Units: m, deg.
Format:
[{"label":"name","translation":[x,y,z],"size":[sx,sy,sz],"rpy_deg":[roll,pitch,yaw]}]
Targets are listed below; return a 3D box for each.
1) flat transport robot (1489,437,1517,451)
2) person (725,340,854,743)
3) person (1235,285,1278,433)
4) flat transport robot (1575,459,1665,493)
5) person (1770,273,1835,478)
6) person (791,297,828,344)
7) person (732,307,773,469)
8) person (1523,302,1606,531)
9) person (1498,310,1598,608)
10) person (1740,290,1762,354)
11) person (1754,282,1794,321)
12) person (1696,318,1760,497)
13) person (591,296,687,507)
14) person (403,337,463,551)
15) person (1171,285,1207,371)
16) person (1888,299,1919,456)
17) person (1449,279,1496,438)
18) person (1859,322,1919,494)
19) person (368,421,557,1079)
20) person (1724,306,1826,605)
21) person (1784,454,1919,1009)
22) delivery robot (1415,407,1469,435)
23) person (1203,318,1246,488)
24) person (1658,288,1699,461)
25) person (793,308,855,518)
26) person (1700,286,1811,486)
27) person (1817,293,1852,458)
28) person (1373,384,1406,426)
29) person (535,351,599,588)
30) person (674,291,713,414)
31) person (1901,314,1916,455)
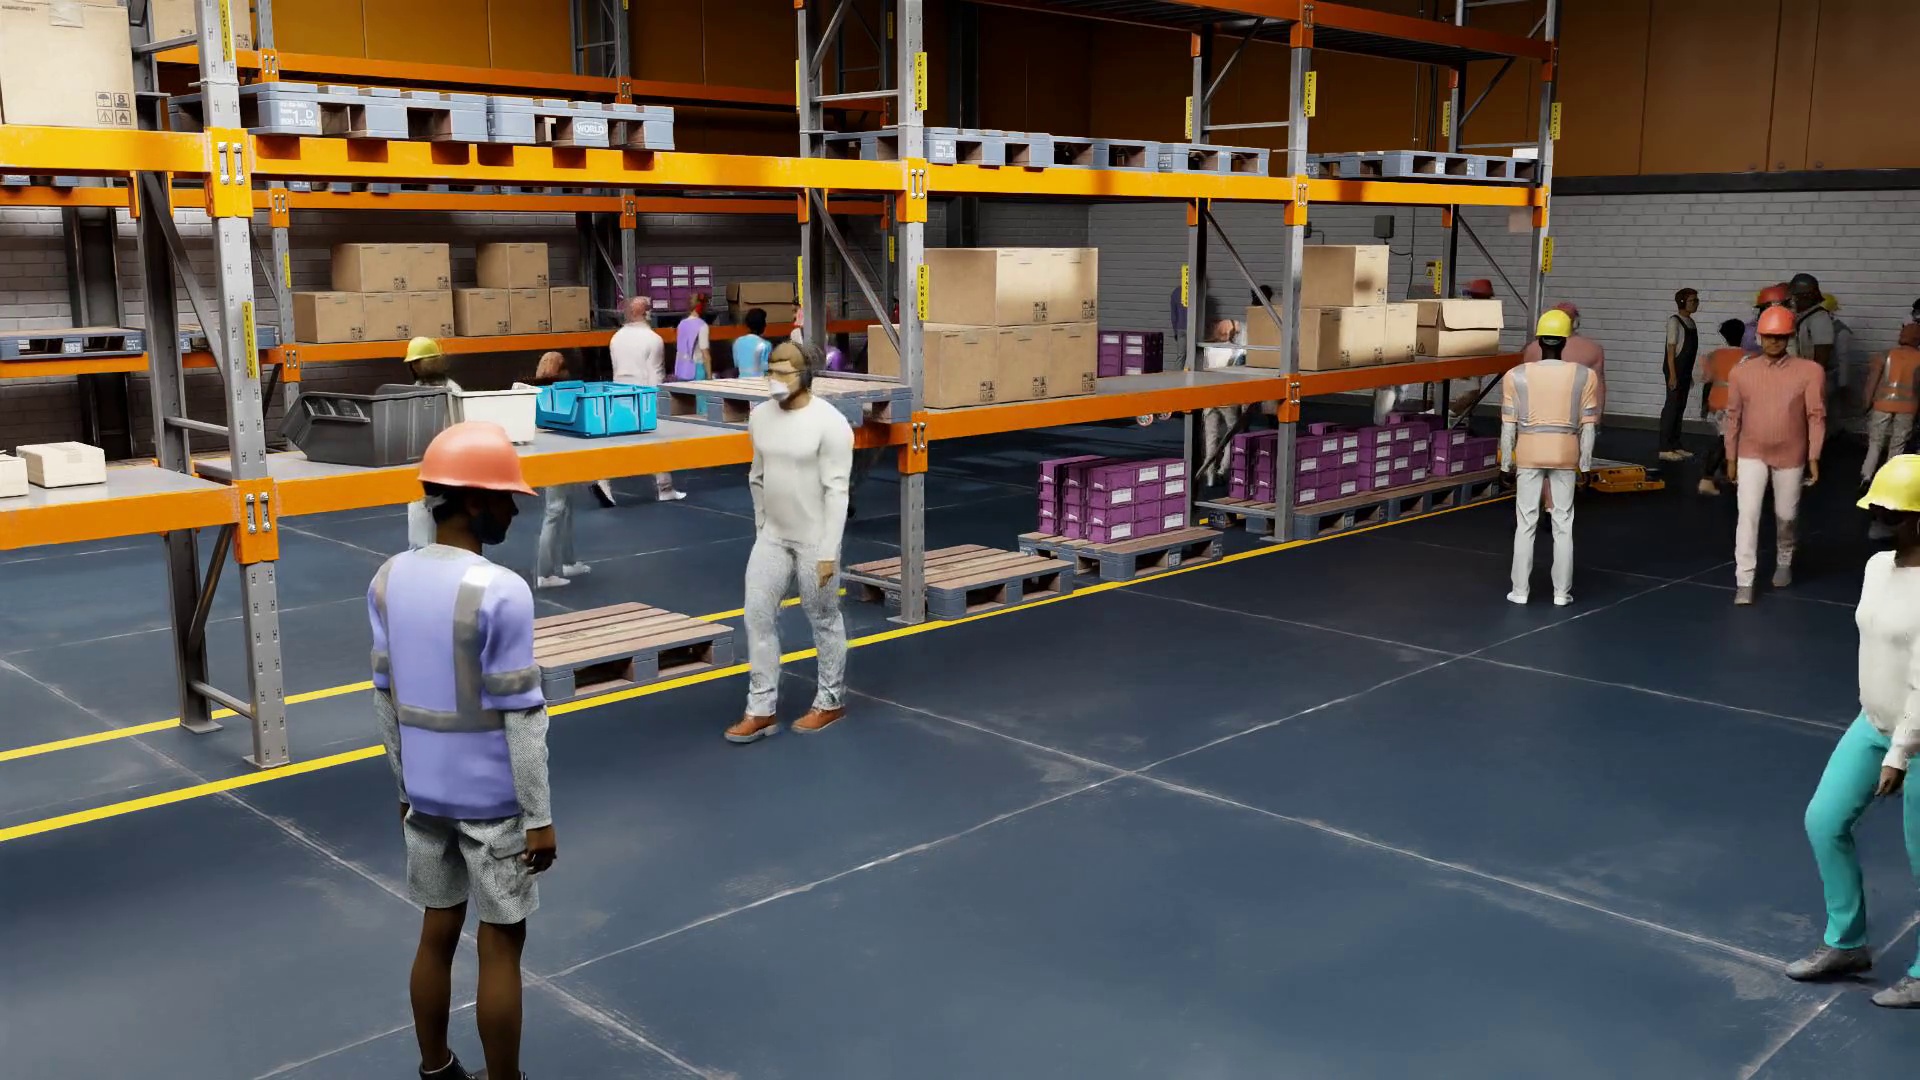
[{"label":"flat transport robot","translation":[5.718,-0.921,17.497],"size":[0.652,0.197,1.431],"rpy_deg":[-3,11,-14]},{"label":"person","translation":[-0.834,0.028,7.836],"size":[0.660,1.910,0.803],"rpy_deg":[8,13,36]},{"label":"person","translation":[2.992,-1.585,16.640],"size":[0.644,1.898,1.022],"rpy_deg":[-3,11,-15]},{"label":"flat transport robot","translation":[6.025,-0.663,16.089],"size":[0.652,0.197,1.431],"rpy_deg":[-5,11,-24]},{"label":"person","translation":[8.321,-1.635,16.560],"size":[0.536,2.000,0.688],"rpy_deg":[1,10,3]},{"label":"person","translation":[-1.429,-1.312,15.276],"size":[0.412,1.857,0.526],"rpy_deg":[-10,14,-44]},{"label":"person","translation":[-2.069,-1.504,16.802],"size":[0.550,1.683,0.397],"rpy_deg":[8,13,38]},{"label":"person","translation":[4.944,-1.020,13.694],"size":[0.637,1.870,0.940],"rpy_deg":[7,13,34]},{"label":"person","translation":[3.795,-0.518,10.778],"size":[0.586,1.928,0.369],"rpy_deg":[3,11,16]},{"label":"person","translation":[7.794,-1.501,16.203],"size":[0.429,1.910,0.588],"rpy_deg":[8,13,38]},{"label":"person","translation":[9.001,-1.885,18.339],"size":[0.394,1.897,0.643],"rpy_deg":[-1,10,-7]},{"label":"person","translation":[7.153,-1.232,15.451],"size":[0.896,1.636,0.541],"rpy_deg":[-6,12,-28]},{"label":"person","translation":[-2.890,-1.234,14.844],"size":[0.656,1.875,0.903],"rpy_deg":[8,13,36]},{"label":"person","translation":[-3.627,-0.522,11.393],"size":[0.499,1.705,0.820],"rpy_deg":[4,11,21]},{"label":"person","translation":[3.439,-3.122,24.945],"size":[0.372,1.940,0.627],"rpy_deg":[-9,14,-42]},{"label":"person","translation":[8.997,-1.374,15.695],"size":[0.565,1.834,0.592],"rpy_deg":[2,11,9]},{"label":"person","translation":[5.864,-2.062,19.253],"size":[0.588,1.915,0.546],"rpy_deg":[5,11,25]},{"label":"person","translation":[8.558,-1.174,15.192],"size":[0.541,1.618,0.402],"rpy_deg":[8,13,36]},{"label":"person","translation":[-1.272,0.650,4.398],"size":[0.551,1.928,0.374],"rpy_deg":[6,12,31]},{"label":"person","translation":[5.423,-0.585,11.092],"size":[0.621,1.962,0.980],"rpy_deg":[7,12,32]},{"label":"person","translation":[2.875,0.607,5.140],"size":[0.592,1.750,0.531],"rpy_deg":[-1,10,-4]},{"label":"delivery robot","translation":[5.333,-1.290,18.480],"size":[0.477,0.478,0.707],"rpy_deg":[-3,11,-17]},{"label":"person","translation":[2.510,-1.301,15.875],"size":[0.523,1.624,0.380],"rpy_deg":[8,13,37]},{"label":"person","translation":[7.745,-1.778,17.872],"size":[0.345,1.846,0.507],"rpy_deg":[10,14,43]},{"label":"person","translation":[-1.143,-0.981,13.435],"size":[0.543,1.893,1.030],"rpy_deg":[8,13,38]},{"label":"person","translation":[7.751,-1.463,15.961],"size":[1.025,1.922,0.589],"rpy_deg":[3,11,17]},{"label":"person","translation":[9.370,-1.772,17.960],"size":[0.666,1.796,0.611],"rpy_deg":[-3,11,-15]},{"label":"person","translation":[4.519,-1.555,17.278],"size":[0.574,1.610,0.514],"rpy_deg":[-3,11,-17]},{"label":"person","translation":[-2.722,-0.493,11.494],"size":[0.518,1.611,0.667],"rpy_deg":[9,13,39]},{"label":"person","translation":[-2.815,-1.686,17.423],"size":[0.558,1.823,0.624],"rpy_deg":[-7,13,-35]},{"label":"person","translation":[10.218,-1.749,17.528],"size":[0.587,1.914,0.391],"rpy_deg":[7,13,34]}]
